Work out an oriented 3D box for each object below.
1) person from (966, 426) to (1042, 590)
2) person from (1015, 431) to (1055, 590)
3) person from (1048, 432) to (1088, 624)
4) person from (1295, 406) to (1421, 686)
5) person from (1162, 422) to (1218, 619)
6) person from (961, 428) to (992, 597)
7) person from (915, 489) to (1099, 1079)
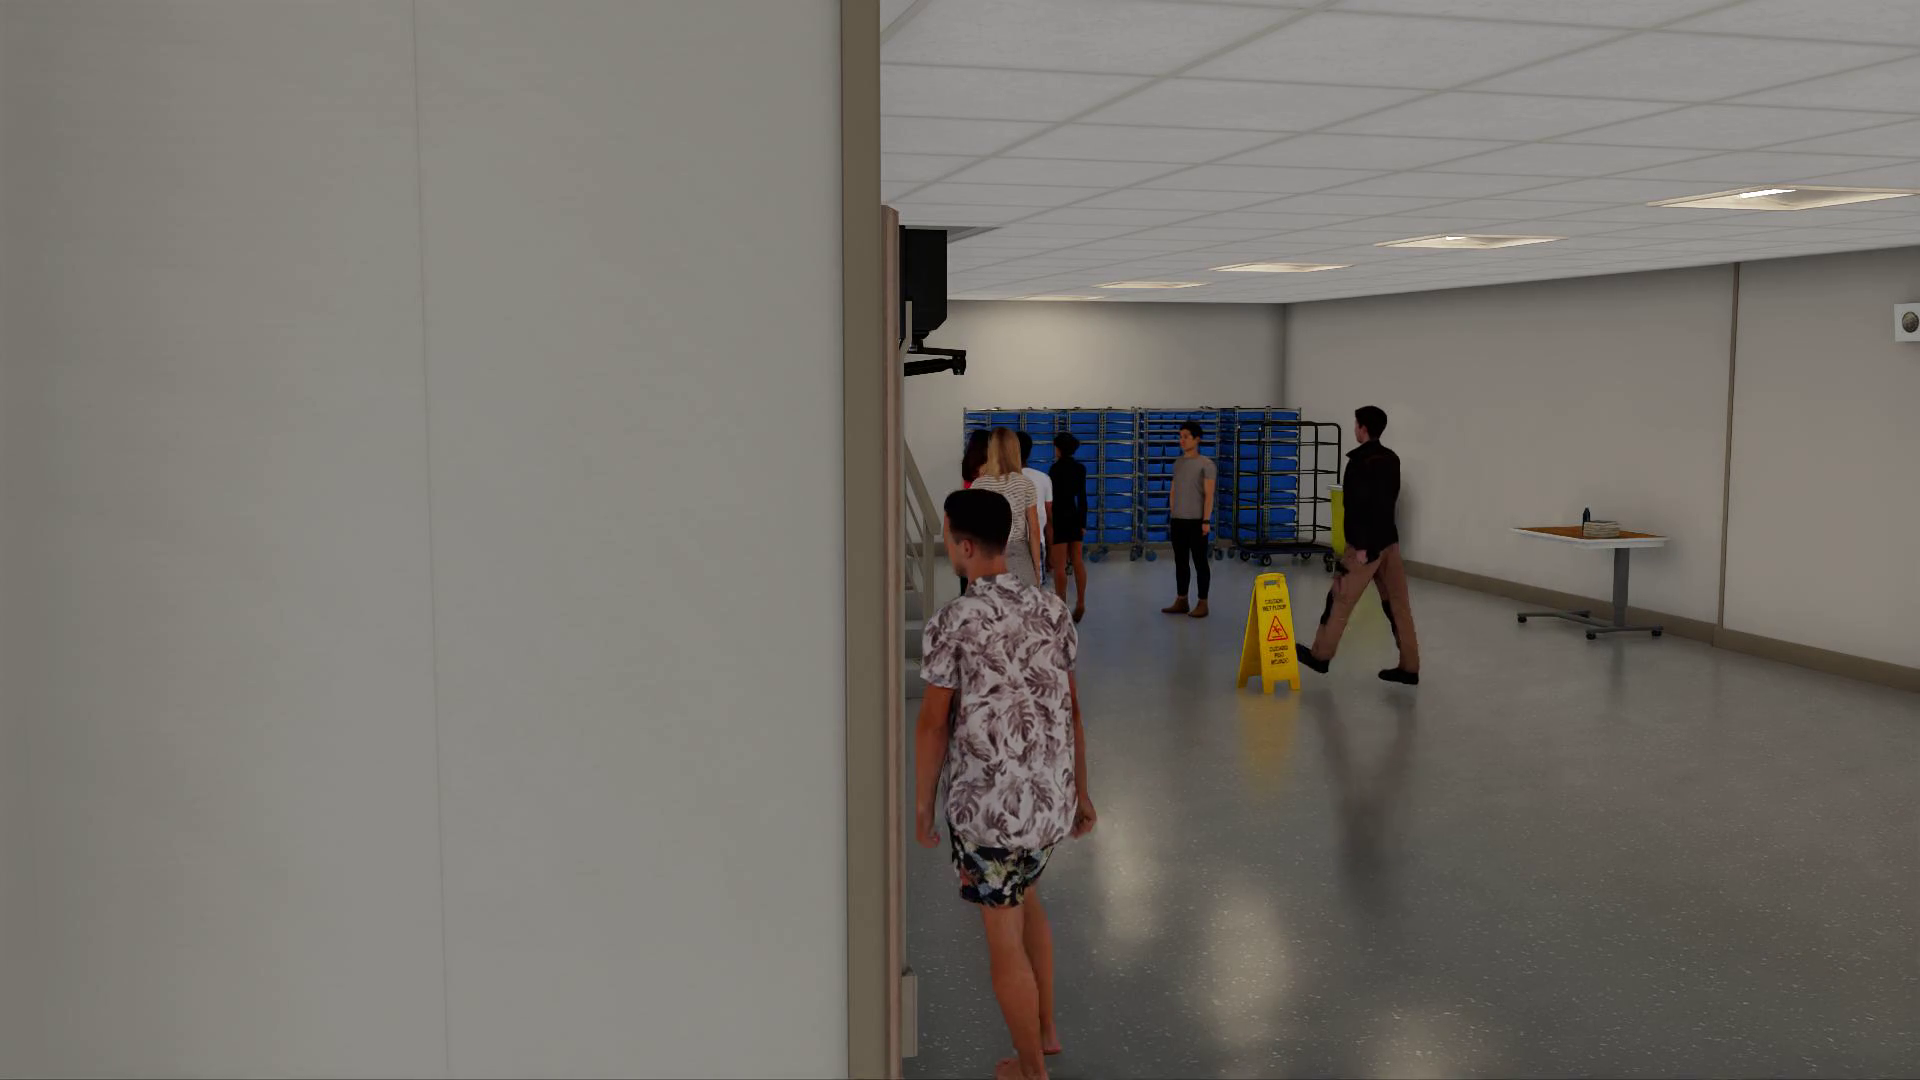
[{"bbox_3d":[0.262,0.232,9.952,0.654,1.823,0.606,0,6,-2],"label":"person"},{"bbox_3d":[0.429,0.090,11.841,0.645,1.729,0.523,-2,6,-17],"label":"person"},{"bbox_3d":[0.898,-0.098,14.151,0.674,1.640,0.715,-5,7,-38],"label":"person"},{"bbox_3d":[2.858,0.083,11.223,1.055,1.866,1.334,-5,7,-40],"label":"person"},{"bbox_3d":[2.044,-0.190,14.677,0.742,1.718,0.608,-5,8,-40],"label":"person"},{"bbox_3d":[0.147,-0.177,14.883,0.774,1.650,0.548,-5,8,-42],"label":"person"},{"bbox_3d":[0.190,0.759,4.853,0.786,1.795,0.761,-3,7,-29],"label":"person"}]
